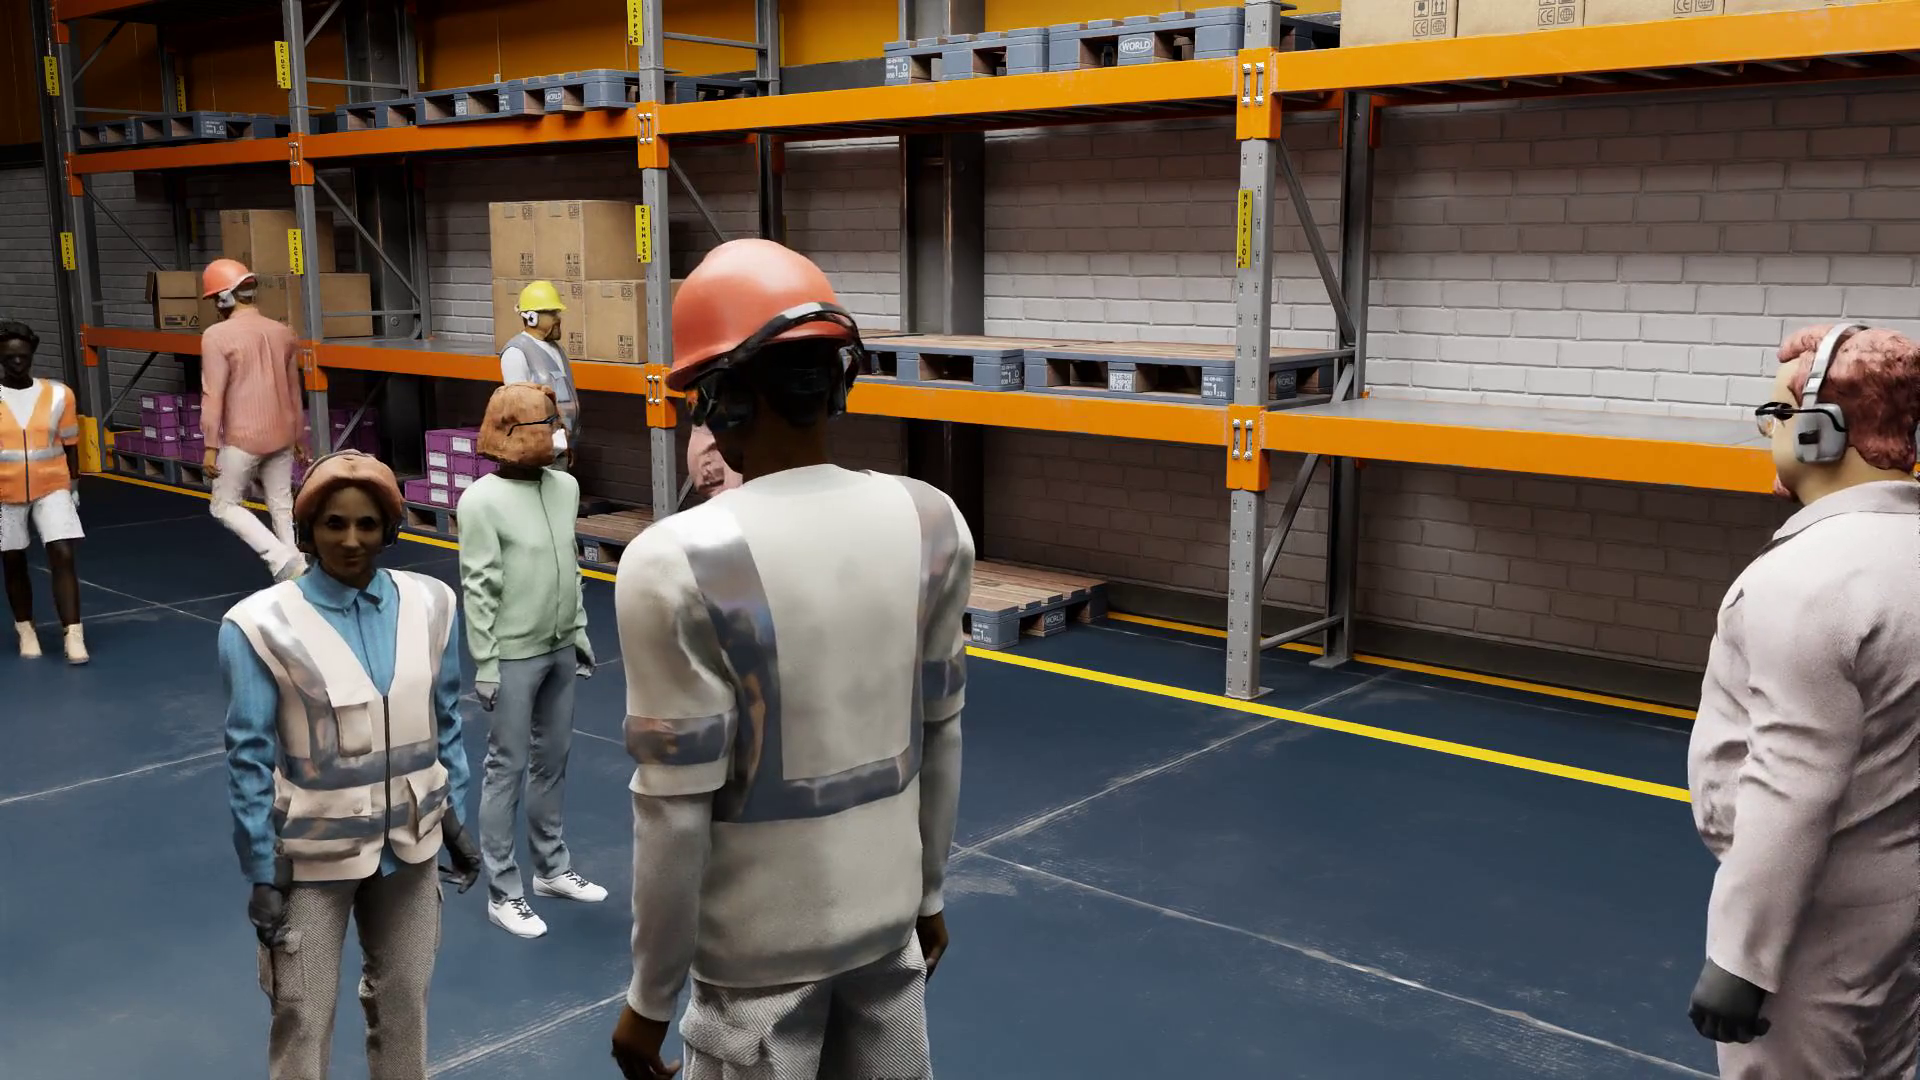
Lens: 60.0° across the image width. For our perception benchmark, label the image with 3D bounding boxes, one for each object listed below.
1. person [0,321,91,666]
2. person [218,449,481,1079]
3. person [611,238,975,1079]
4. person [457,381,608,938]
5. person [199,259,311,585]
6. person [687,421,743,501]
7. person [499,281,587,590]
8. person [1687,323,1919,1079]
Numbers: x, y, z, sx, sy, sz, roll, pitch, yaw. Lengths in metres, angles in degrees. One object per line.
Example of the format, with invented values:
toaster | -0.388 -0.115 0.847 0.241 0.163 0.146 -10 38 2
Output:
person | -4.489 -0.207 8.007 0.538 1.667 0.754 -7 12 -33
person | -1.199 0.634 3.320 0.314 1.637 0.514 8 13 39
person | -0.264 0.573 2.539 0.605 2.034 0.391 -9 13 -42
person | -1.275 0.344 4.972 0.272 1.636 0.507 5 11 24
person | -3.875 -0.552 9.150 0.531 1.958 0.721 4 11 22
person | -0.921 -0.126 6.883 0.403 1.906 0.651 1 10 3
person | -2.402 -0.576 9.645 0.404 1.836 0.587 2 10 11
person | 1.410 0.598 2.764 0.652 1.904 0.403 -8 13 -38
